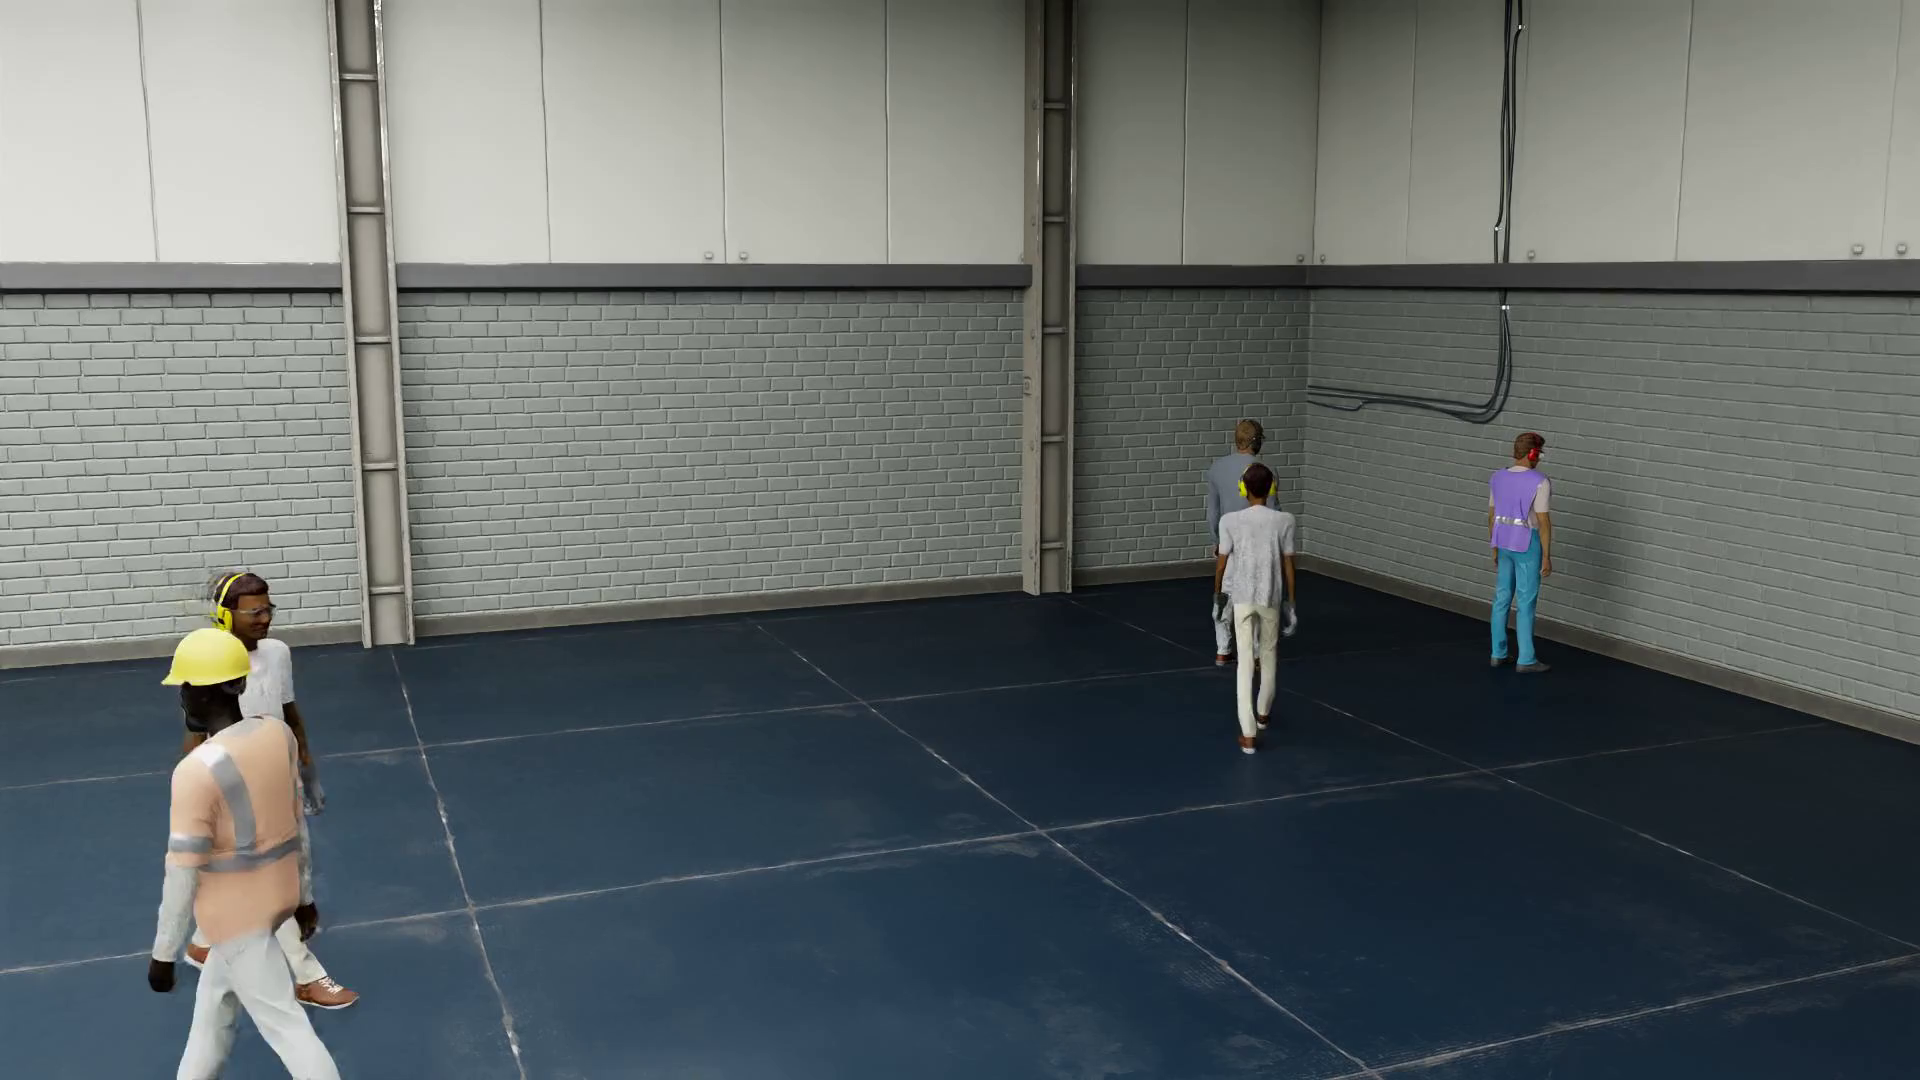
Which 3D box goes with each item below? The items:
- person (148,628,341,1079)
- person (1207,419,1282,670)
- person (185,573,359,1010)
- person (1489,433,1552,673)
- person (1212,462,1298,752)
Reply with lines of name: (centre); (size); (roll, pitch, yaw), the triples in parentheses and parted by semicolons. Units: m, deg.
person: (-2.436, 1.220, 5.576); (0.986, 1.873, 0.606); (1, 9, 5)
person: (2.197, 0.034, 12.818); (0.635, 1.938, 0.361); (9, 13, 43)
person: (-2.973, 1.024, 6.991); (0.967, 1.827, 0.538); (3, 10, 20)
person: (4.281, 0.096, 12.748); (0.390, 1.838, 0.562); (-5, 10, -30)
person: (1.918, 0.406, 10.868); (0.524, 1.821, 0.946); (1, 9, 5)
